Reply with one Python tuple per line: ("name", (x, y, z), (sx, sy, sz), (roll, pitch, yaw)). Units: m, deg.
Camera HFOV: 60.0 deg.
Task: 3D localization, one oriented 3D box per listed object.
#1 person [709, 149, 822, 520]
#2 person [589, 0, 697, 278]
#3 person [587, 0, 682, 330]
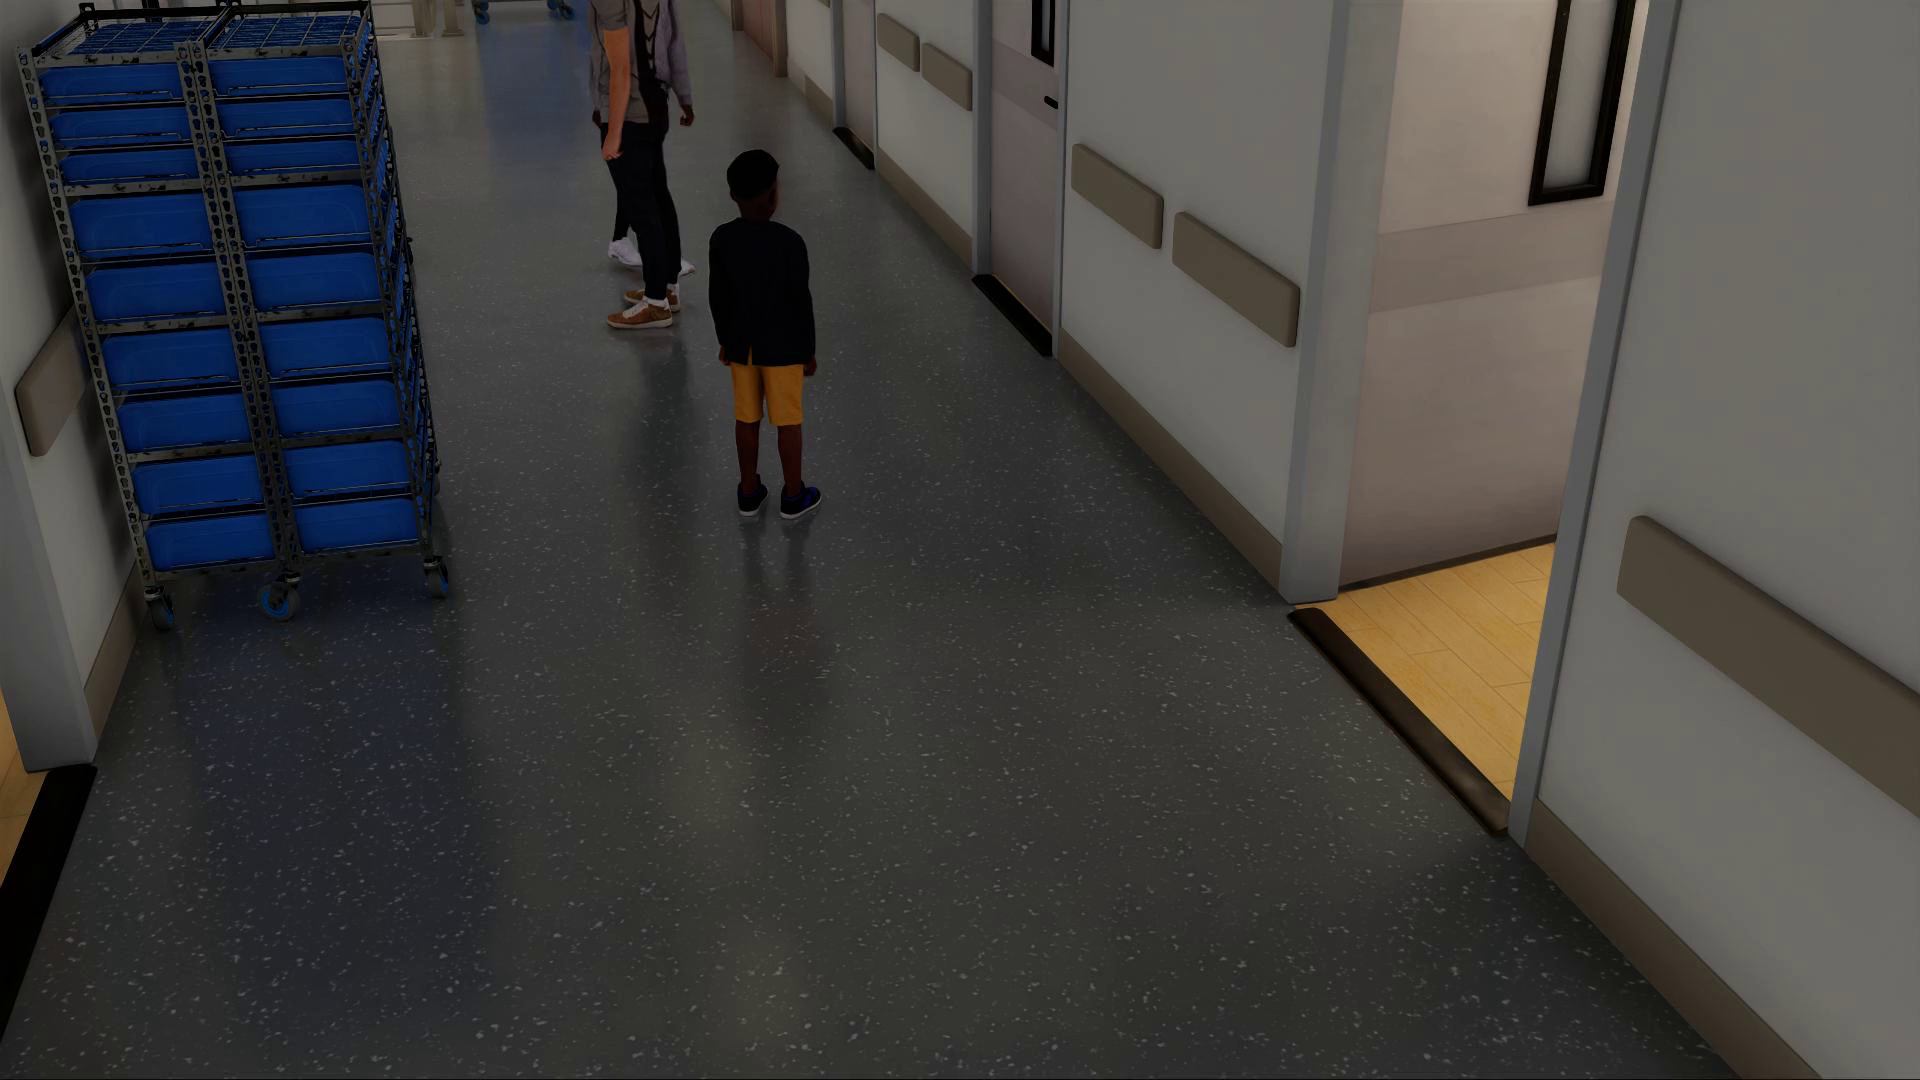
("person", (-0.663, -0.682, 5.626), (0.603, 1.267, 0.643), (6, 26, 13))
("person", (-1.661, -2.205, 8.232), (1.080, 1.747, 0.957), (22, 33, 37))
("person", (-1.458, -1.898, 7.424), (0.777, 1.895, 0.638), (4, 26, 8))
